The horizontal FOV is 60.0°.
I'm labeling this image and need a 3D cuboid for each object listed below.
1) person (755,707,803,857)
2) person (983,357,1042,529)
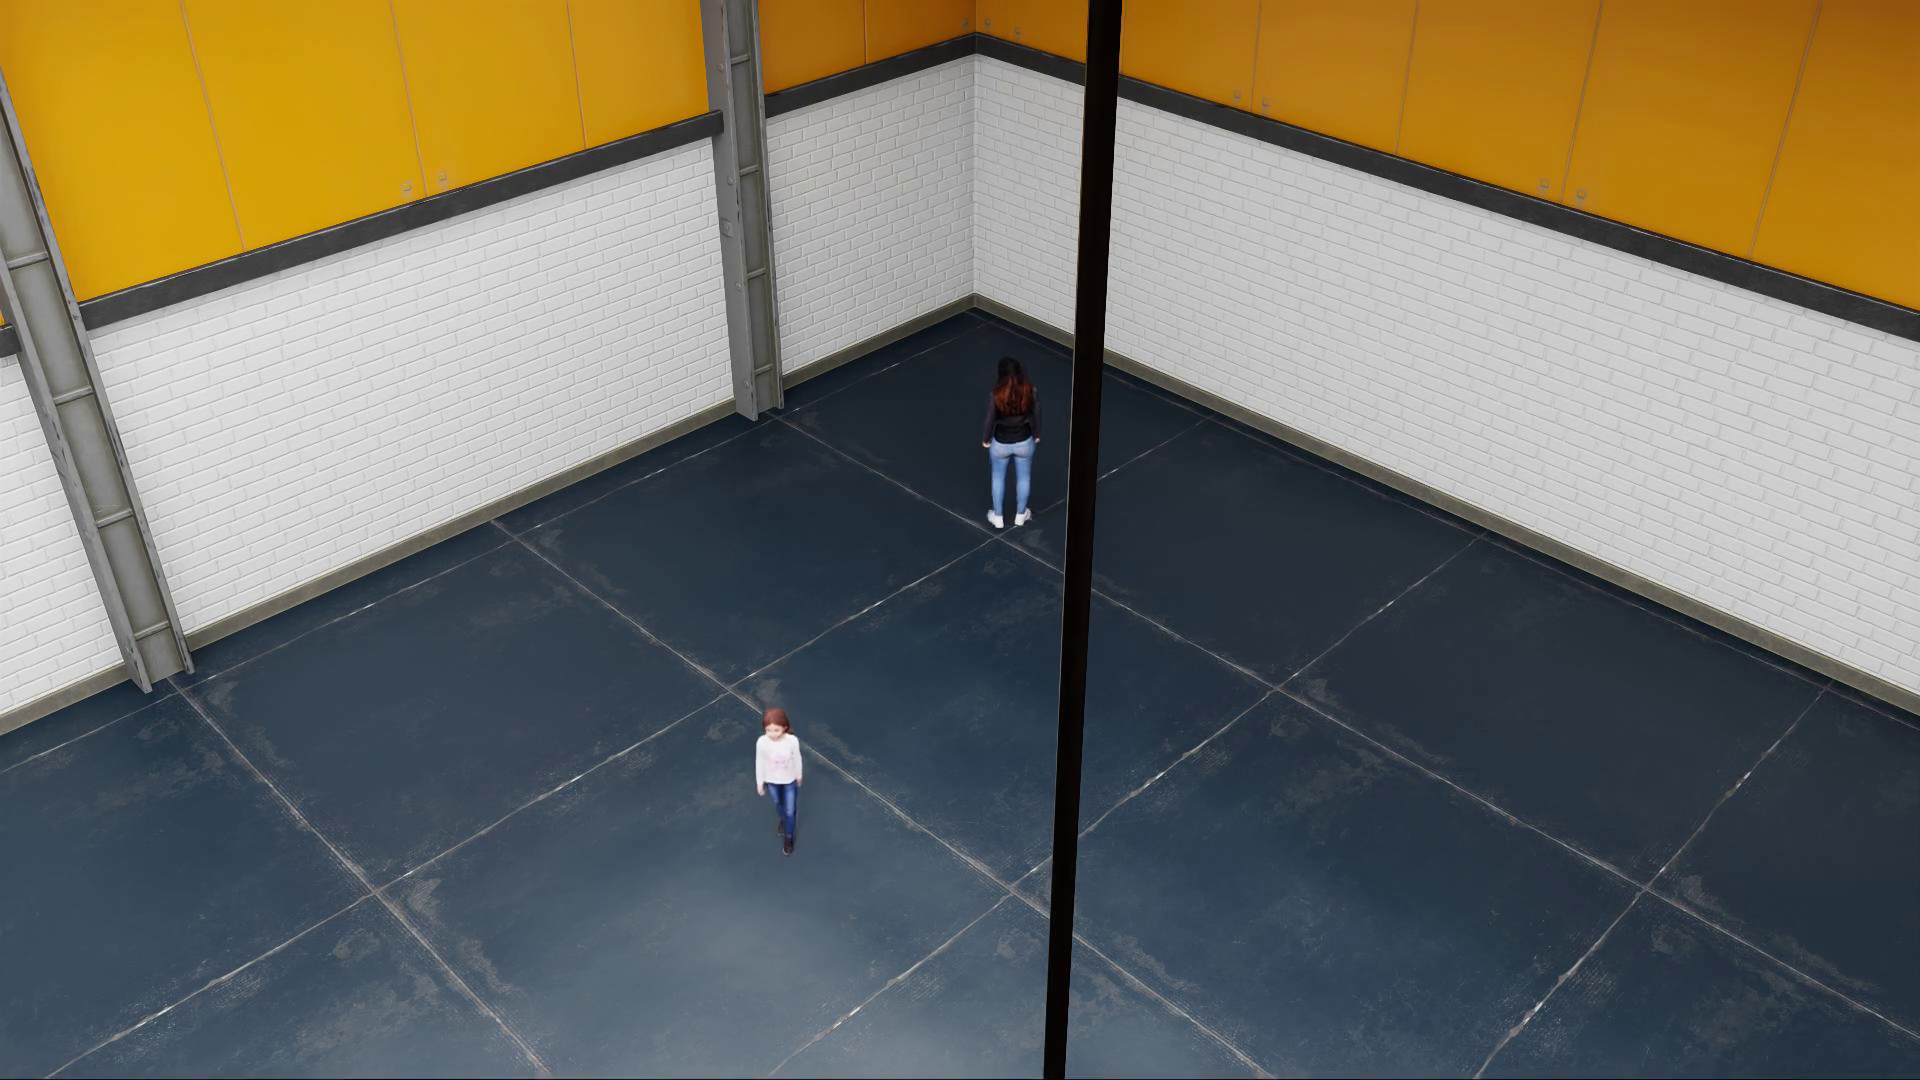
[{"bbox_3d":[-1.209,1.552,11.232,0.623,1.098,0.689,2,34,3],"label":"person"},{"bbox_3d":[0.452,-0.854,14.371,0.715,1.629,0.798,1,34,2],"label":"person"}]
